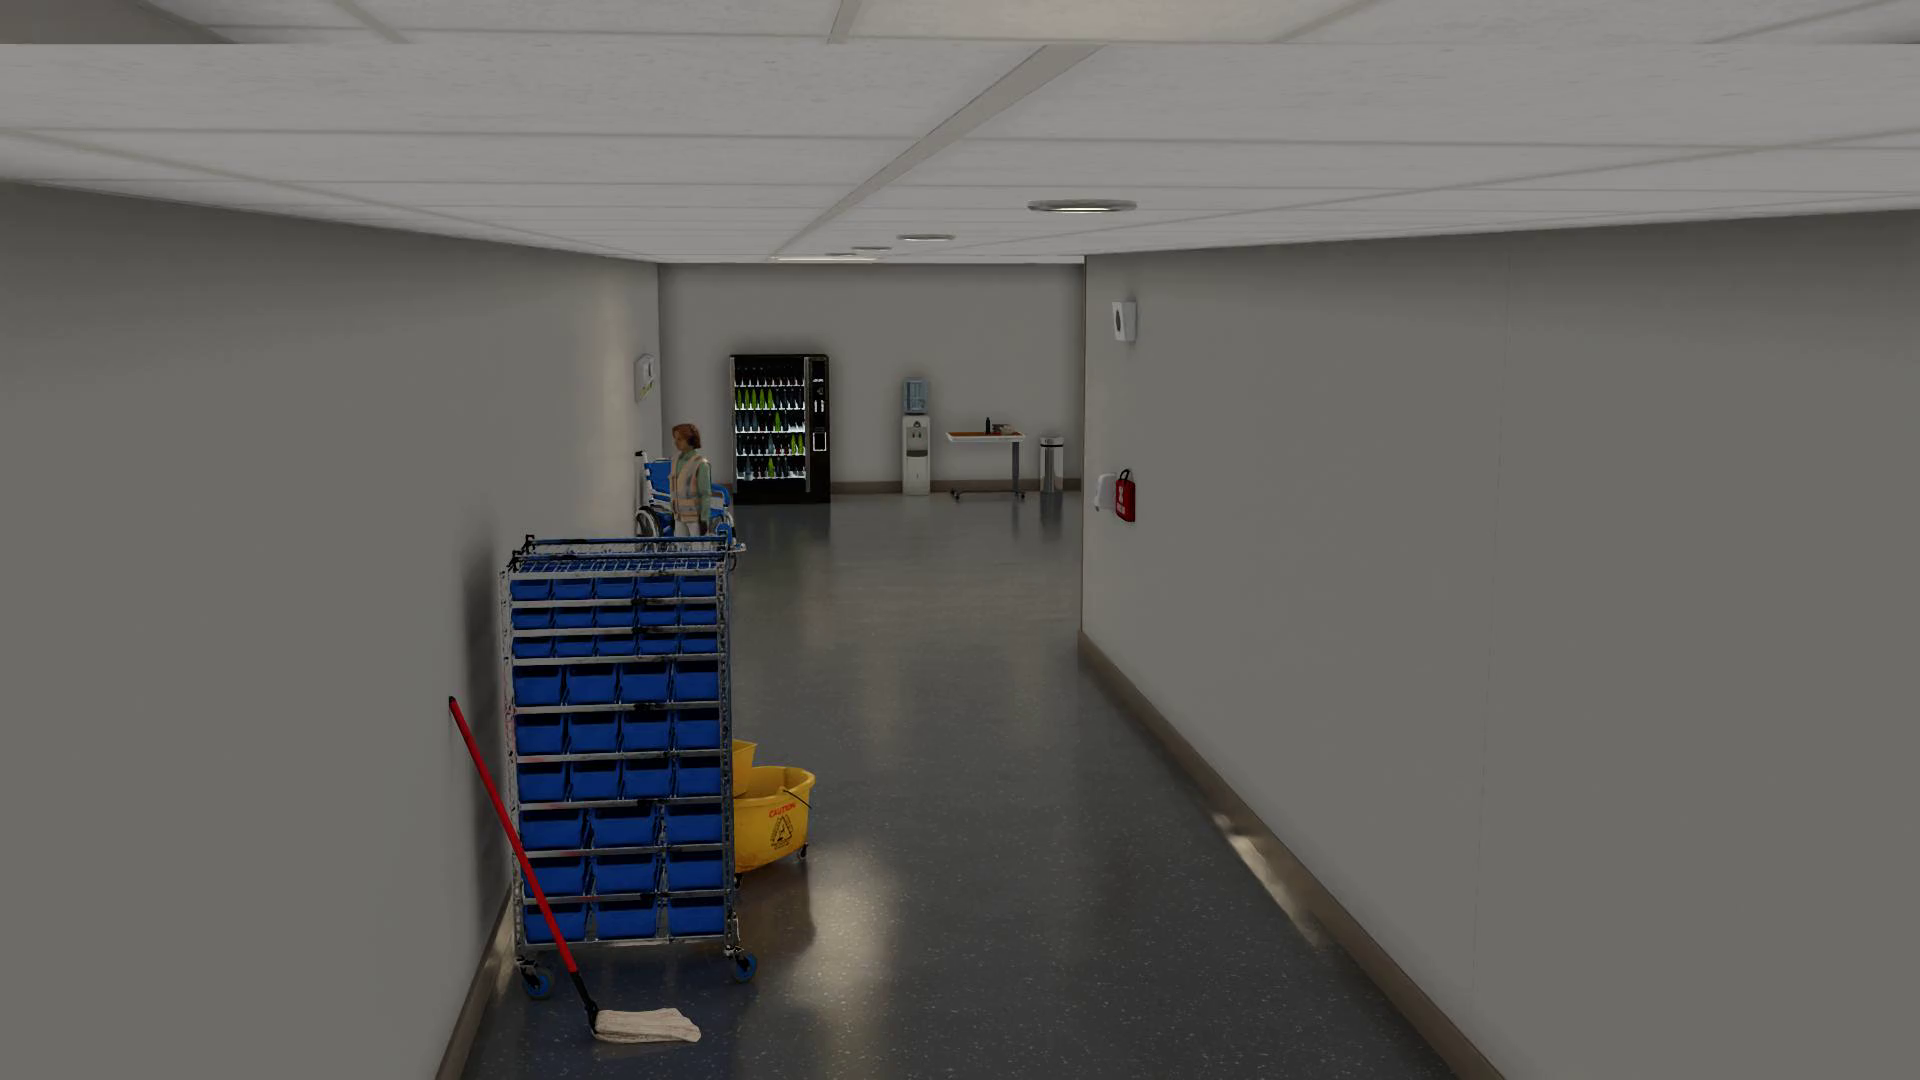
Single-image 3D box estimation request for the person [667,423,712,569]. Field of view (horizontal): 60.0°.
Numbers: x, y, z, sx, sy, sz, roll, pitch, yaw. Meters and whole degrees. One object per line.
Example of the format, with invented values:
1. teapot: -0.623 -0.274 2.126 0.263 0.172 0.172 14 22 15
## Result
1. person: -2.279 -0.171 14.046 0.310 1.636 0.523 -8 12 -42
